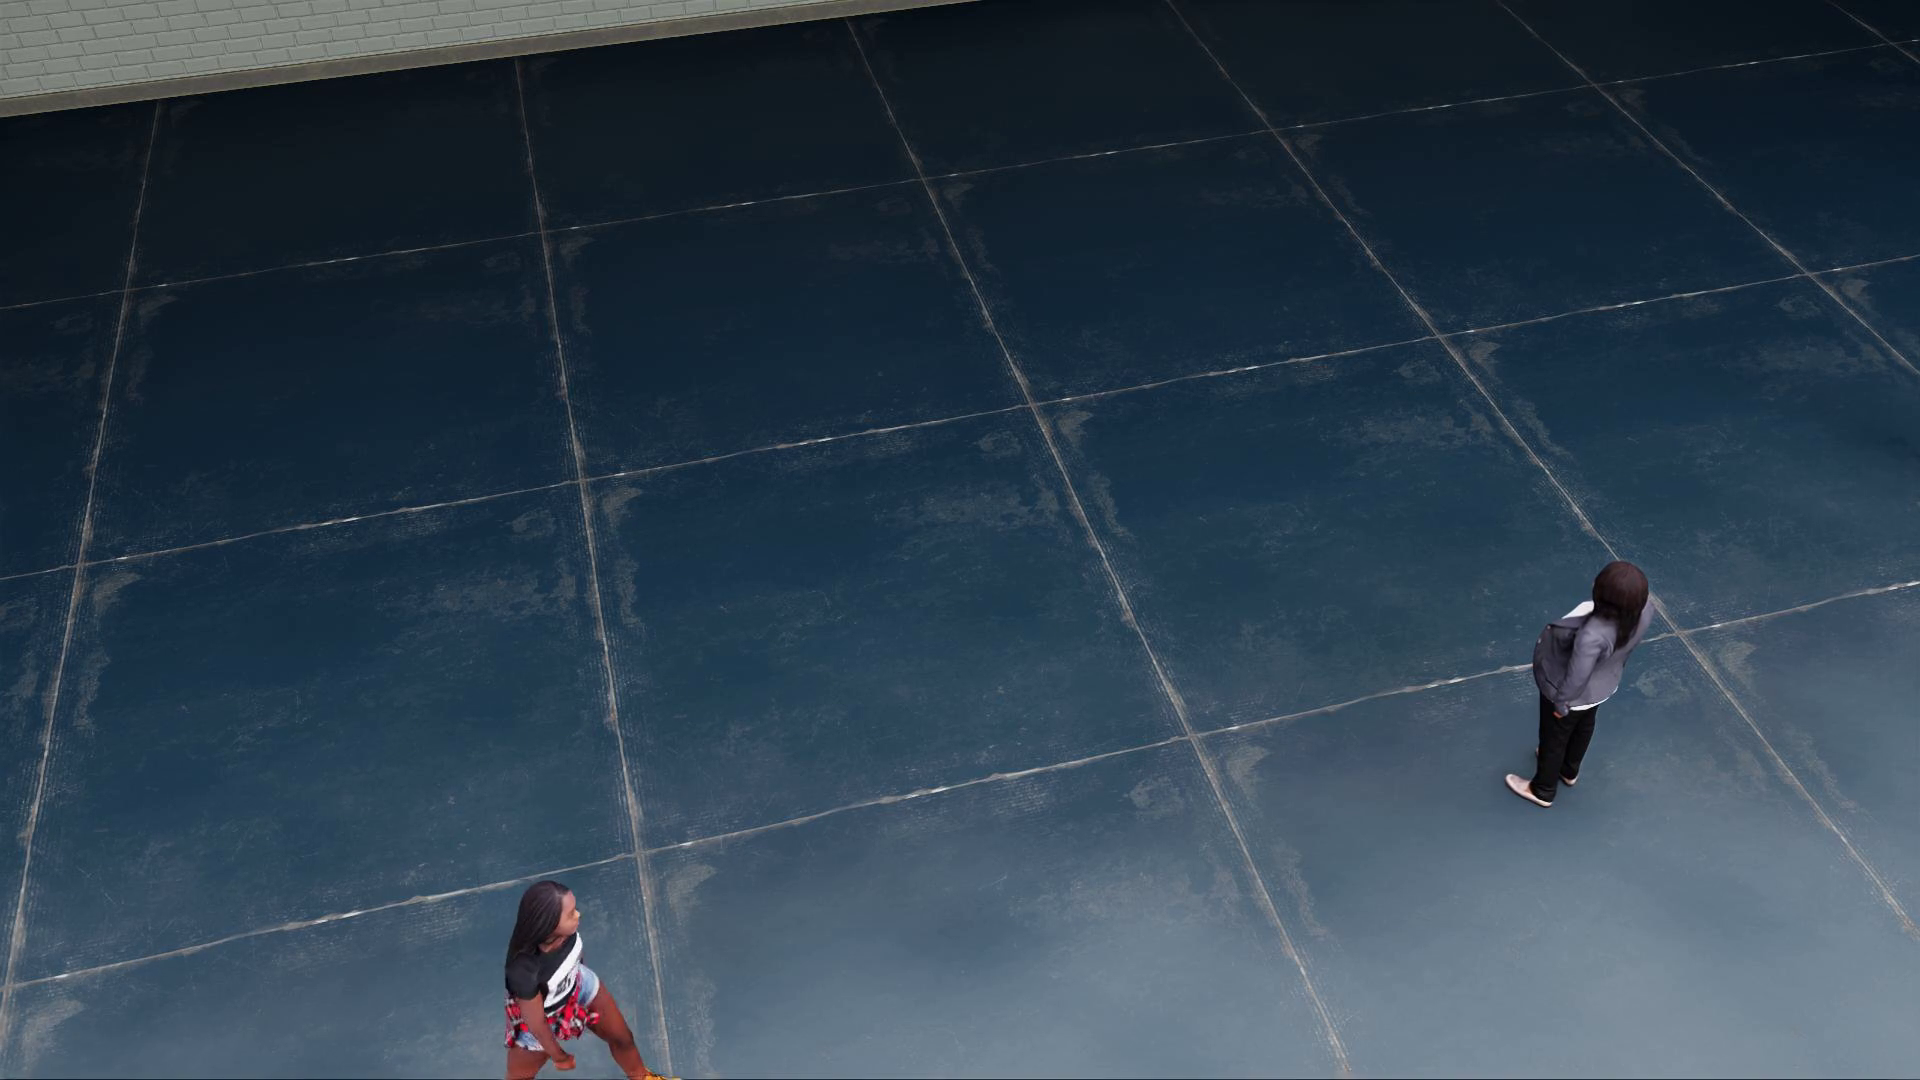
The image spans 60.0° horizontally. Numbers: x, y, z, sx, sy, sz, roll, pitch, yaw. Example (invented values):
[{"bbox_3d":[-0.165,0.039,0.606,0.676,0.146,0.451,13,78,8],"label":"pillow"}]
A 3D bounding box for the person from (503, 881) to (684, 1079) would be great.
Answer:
[{"bbox_3d":[-1.732,1.953,6.863,1.026,1.681,1.022,21,47,21],"label":"person"}]

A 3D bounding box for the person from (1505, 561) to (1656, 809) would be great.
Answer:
[{"bbox_3d":[3.092,0.708,8.260,0.771,1.595,0.794,-30,51,-28],"label":"person"}]
